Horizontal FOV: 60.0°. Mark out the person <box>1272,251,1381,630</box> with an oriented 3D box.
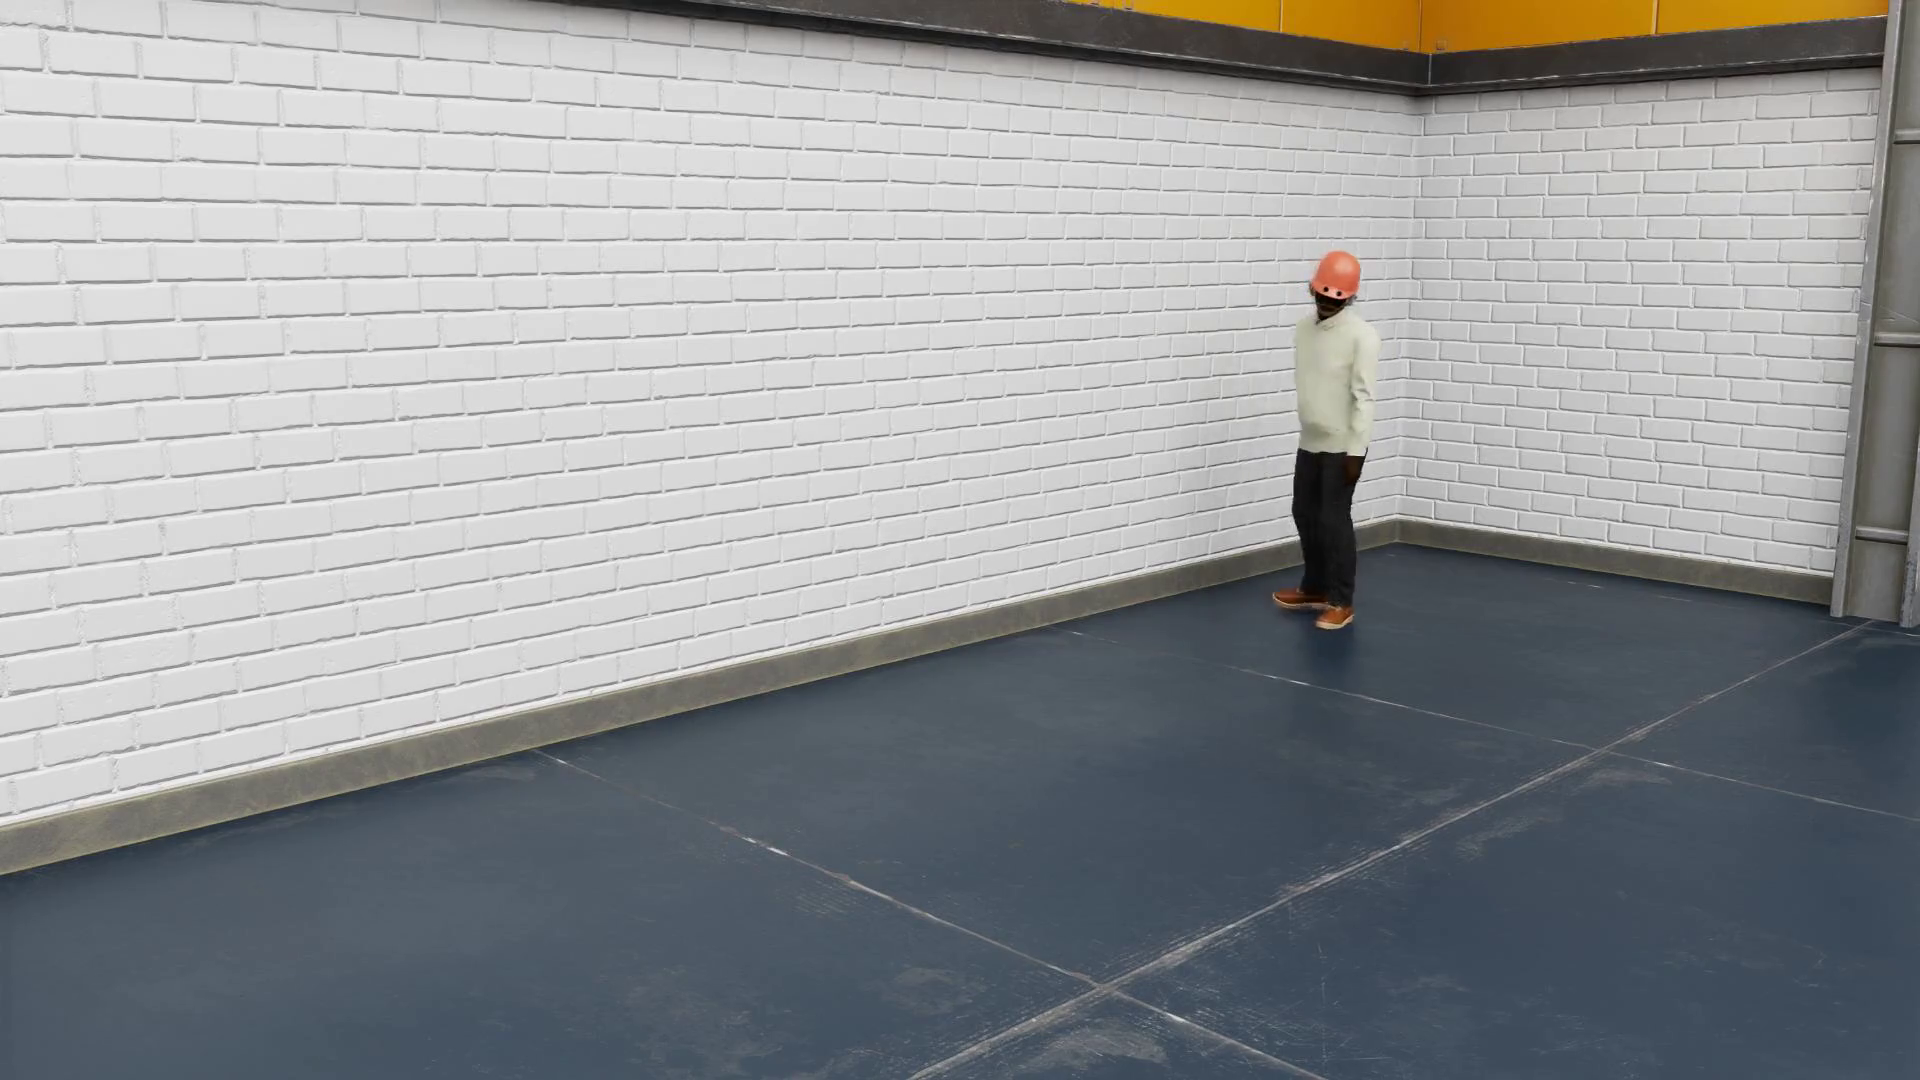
[{"bbox_3d":[1.893,-0.506,8.568,0.510,1.944,0.710,-5,12,-26],"label":"person"}]
